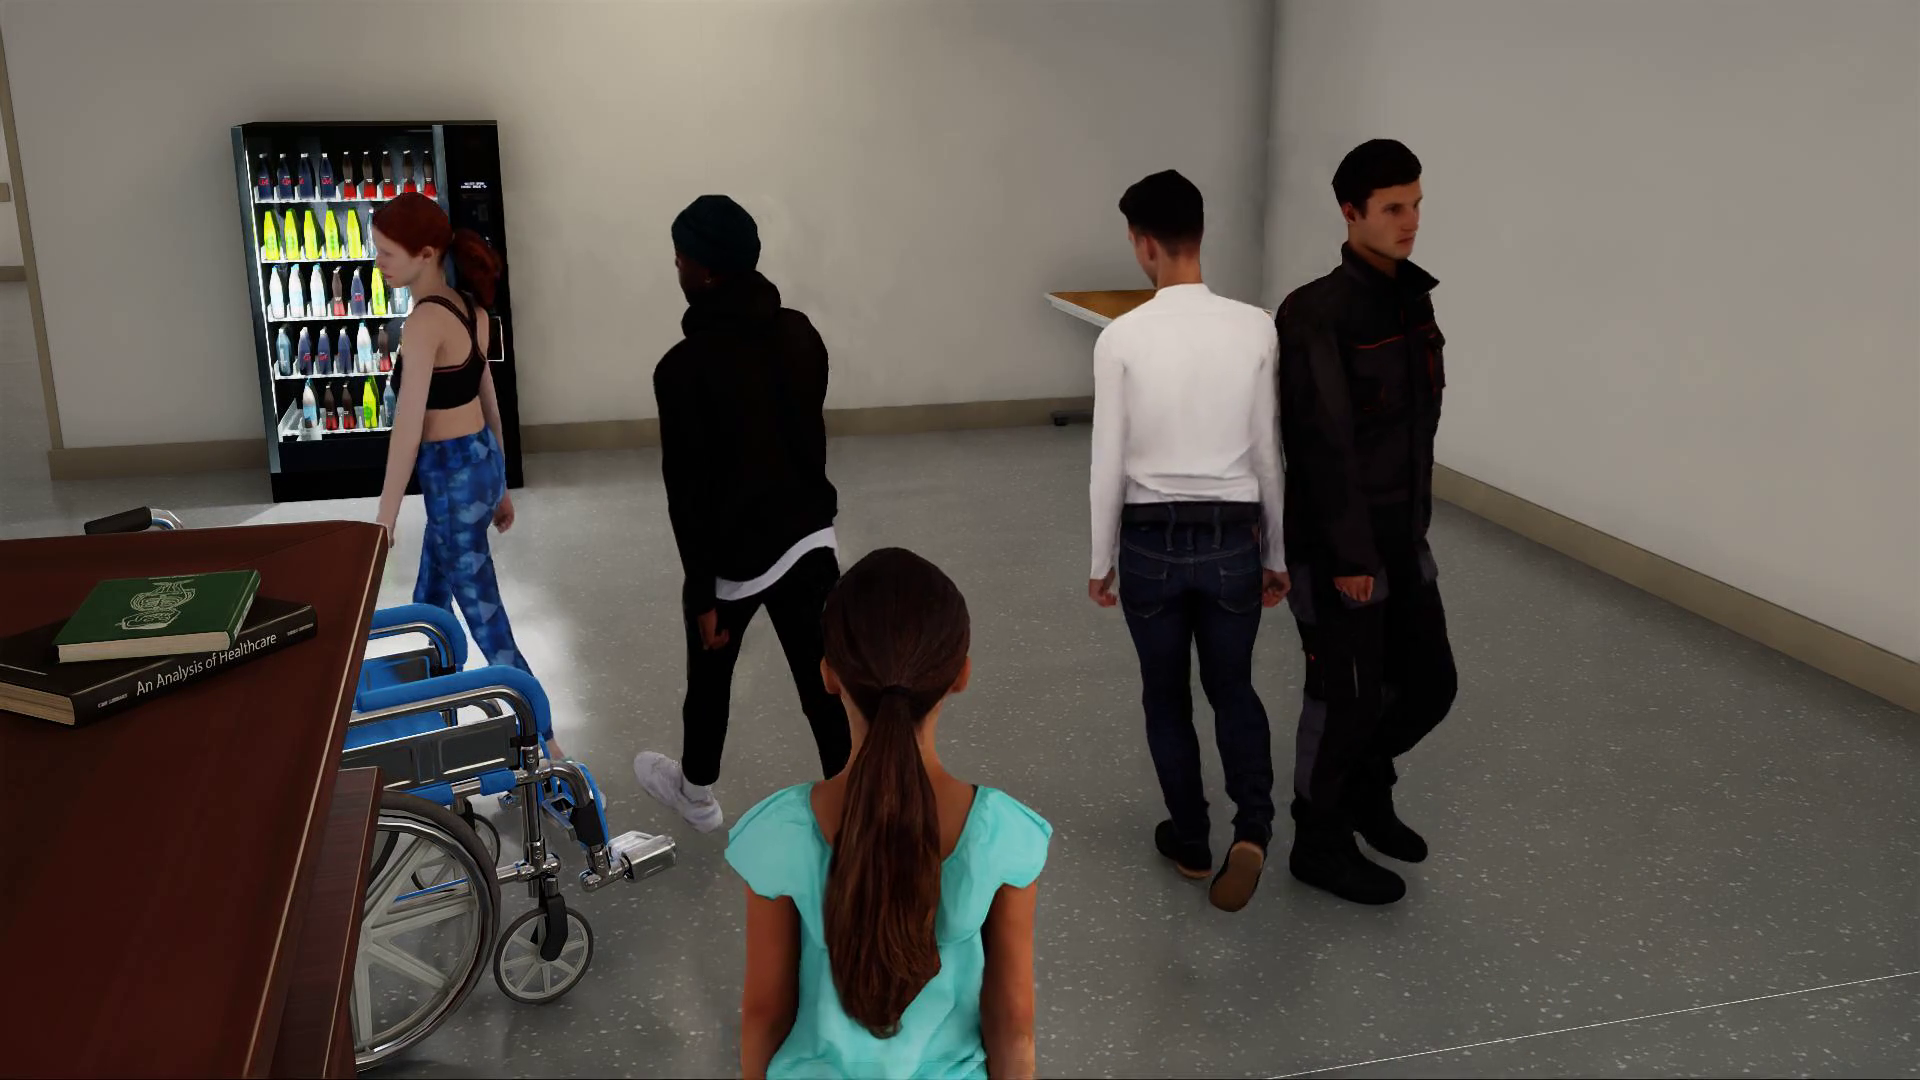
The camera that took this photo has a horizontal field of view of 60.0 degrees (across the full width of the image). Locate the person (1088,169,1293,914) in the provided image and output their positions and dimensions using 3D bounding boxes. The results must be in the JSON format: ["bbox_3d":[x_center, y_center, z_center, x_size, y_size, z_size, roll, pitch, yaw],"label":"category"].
[{"bbox_3d":[0.582,0.061,4.054,0.975,1.842,0.845,0,16,-1],"label":"person"}]

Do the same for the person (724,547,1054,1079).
[{"bbox_3d":[-0.092,0.791,2.029,0.917,1.535,0.664,-3,16,-10],"label":"person"}]

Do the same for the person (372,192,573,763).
[{"bbox_3d":[-1.303,-0.050,4.622,0.972,1.747,0.813,3,16,9],"label":"person"}]

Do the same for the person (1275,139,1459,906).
[{"bbox_3d":[0.943,-0.032,4.222,0.886,1.929,0.759,12,20,37],"label":"person"}]

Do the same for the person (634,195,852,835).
[{"bbox_3d":[-0.430,0.098,4.083,1.267,1.754,1.083,-11,19,-34],"label":"person"}]
